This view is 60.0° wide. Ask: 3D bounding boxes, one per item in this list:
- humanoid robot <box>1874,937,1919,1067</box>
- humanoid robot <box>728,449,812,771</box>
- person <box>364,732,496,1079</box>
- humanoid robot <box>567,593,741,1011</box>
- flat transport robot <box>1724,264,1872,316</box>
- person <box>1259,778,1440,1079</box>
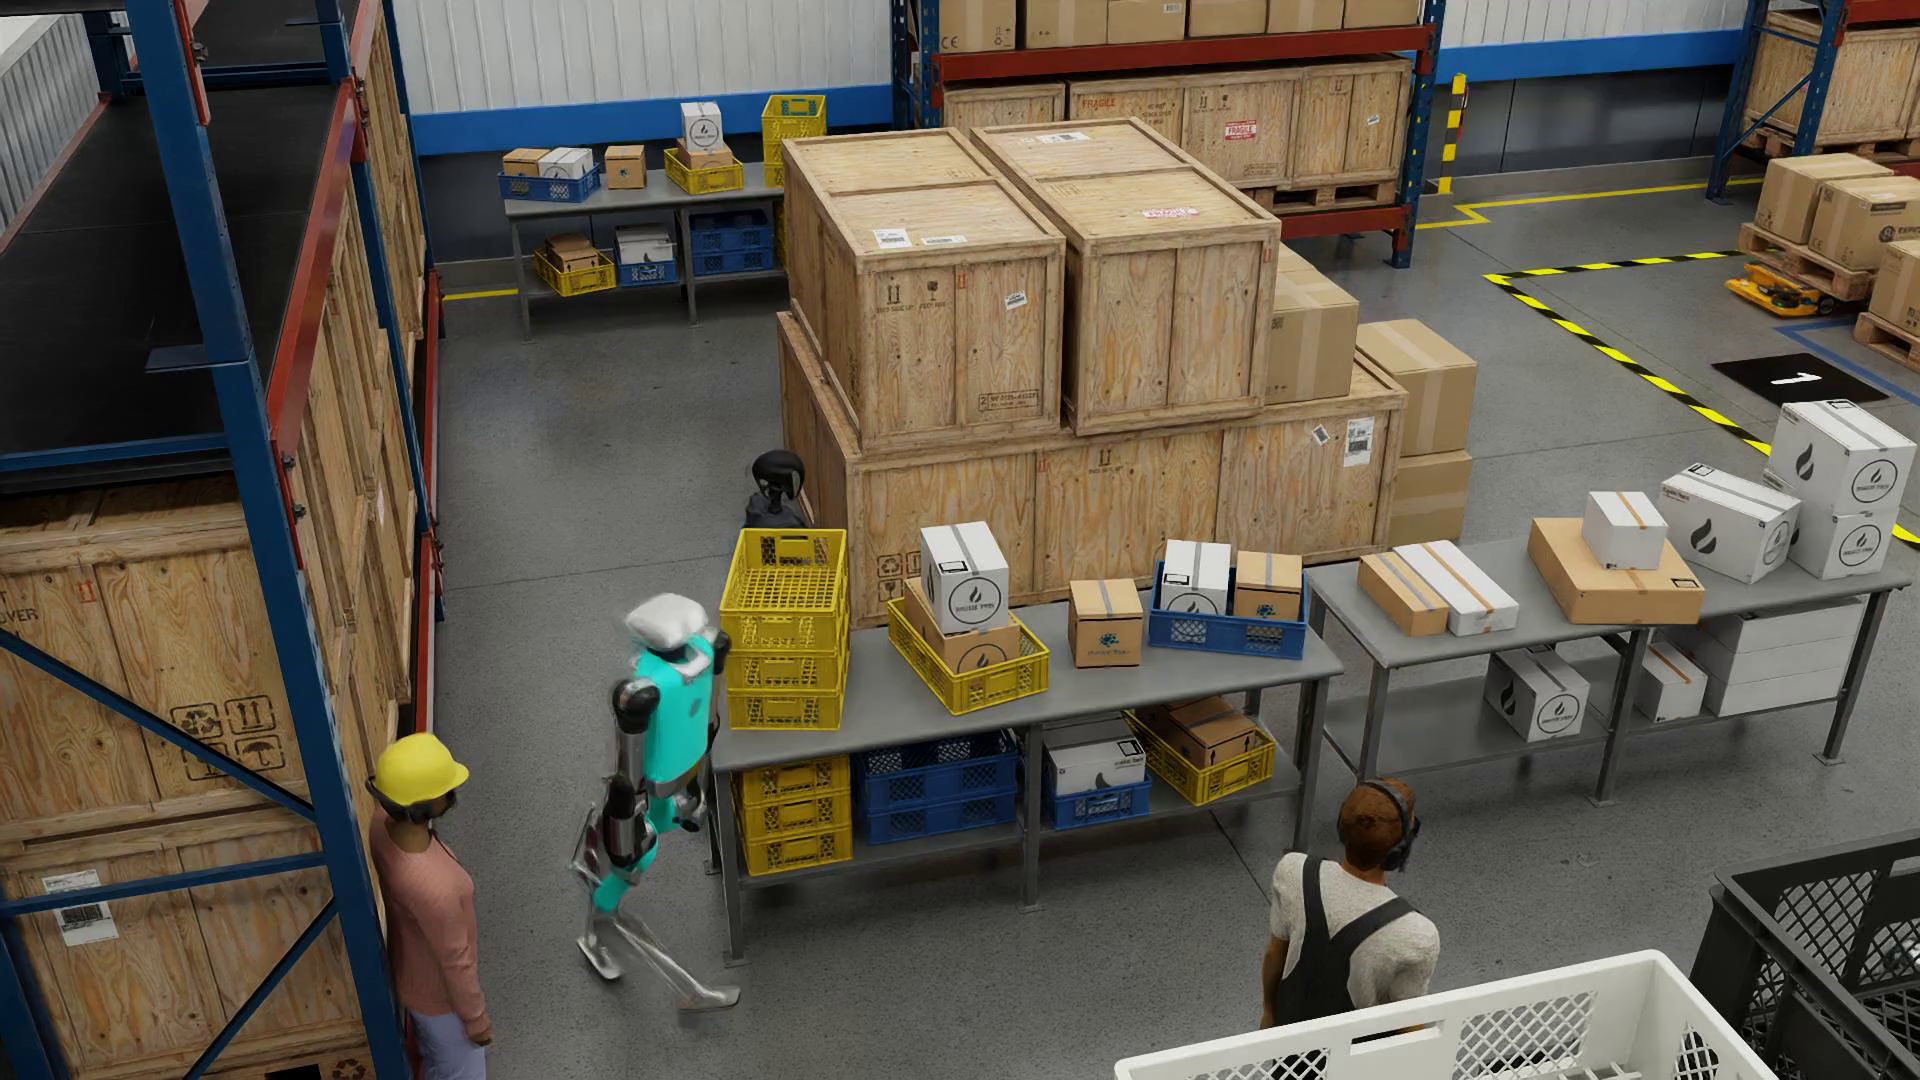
[{"bbox_3d":[2.799,1.714,4.542,0.802,1.827,0.541,-12,31,-21],"label":"humanoid robot"},{"bbox_3d":[-0.857,0.378,6.999,0.696,1.632,0.609,-15,32,-25],"label":"humanoid robot"},{"bbox_3d":[-1.585,1.341,5.139,0.336,1.759,0.525,-19,34,-31],"label":"person"},{"bbox_3d":[-1.222,0.920,5.934,0.966,1.732,0.553,14,32,24],"label":"humanoid robot"},{"bbox_3d":[6.655,-1.964,12.652,1.431,0.197,0.652,-7,30,-13],"label":"flat transport robot"},{"bbox_3d":[1.092,1.468,4.834,0.507,1.837,0.334,23,36,35],"label":"person"}]
